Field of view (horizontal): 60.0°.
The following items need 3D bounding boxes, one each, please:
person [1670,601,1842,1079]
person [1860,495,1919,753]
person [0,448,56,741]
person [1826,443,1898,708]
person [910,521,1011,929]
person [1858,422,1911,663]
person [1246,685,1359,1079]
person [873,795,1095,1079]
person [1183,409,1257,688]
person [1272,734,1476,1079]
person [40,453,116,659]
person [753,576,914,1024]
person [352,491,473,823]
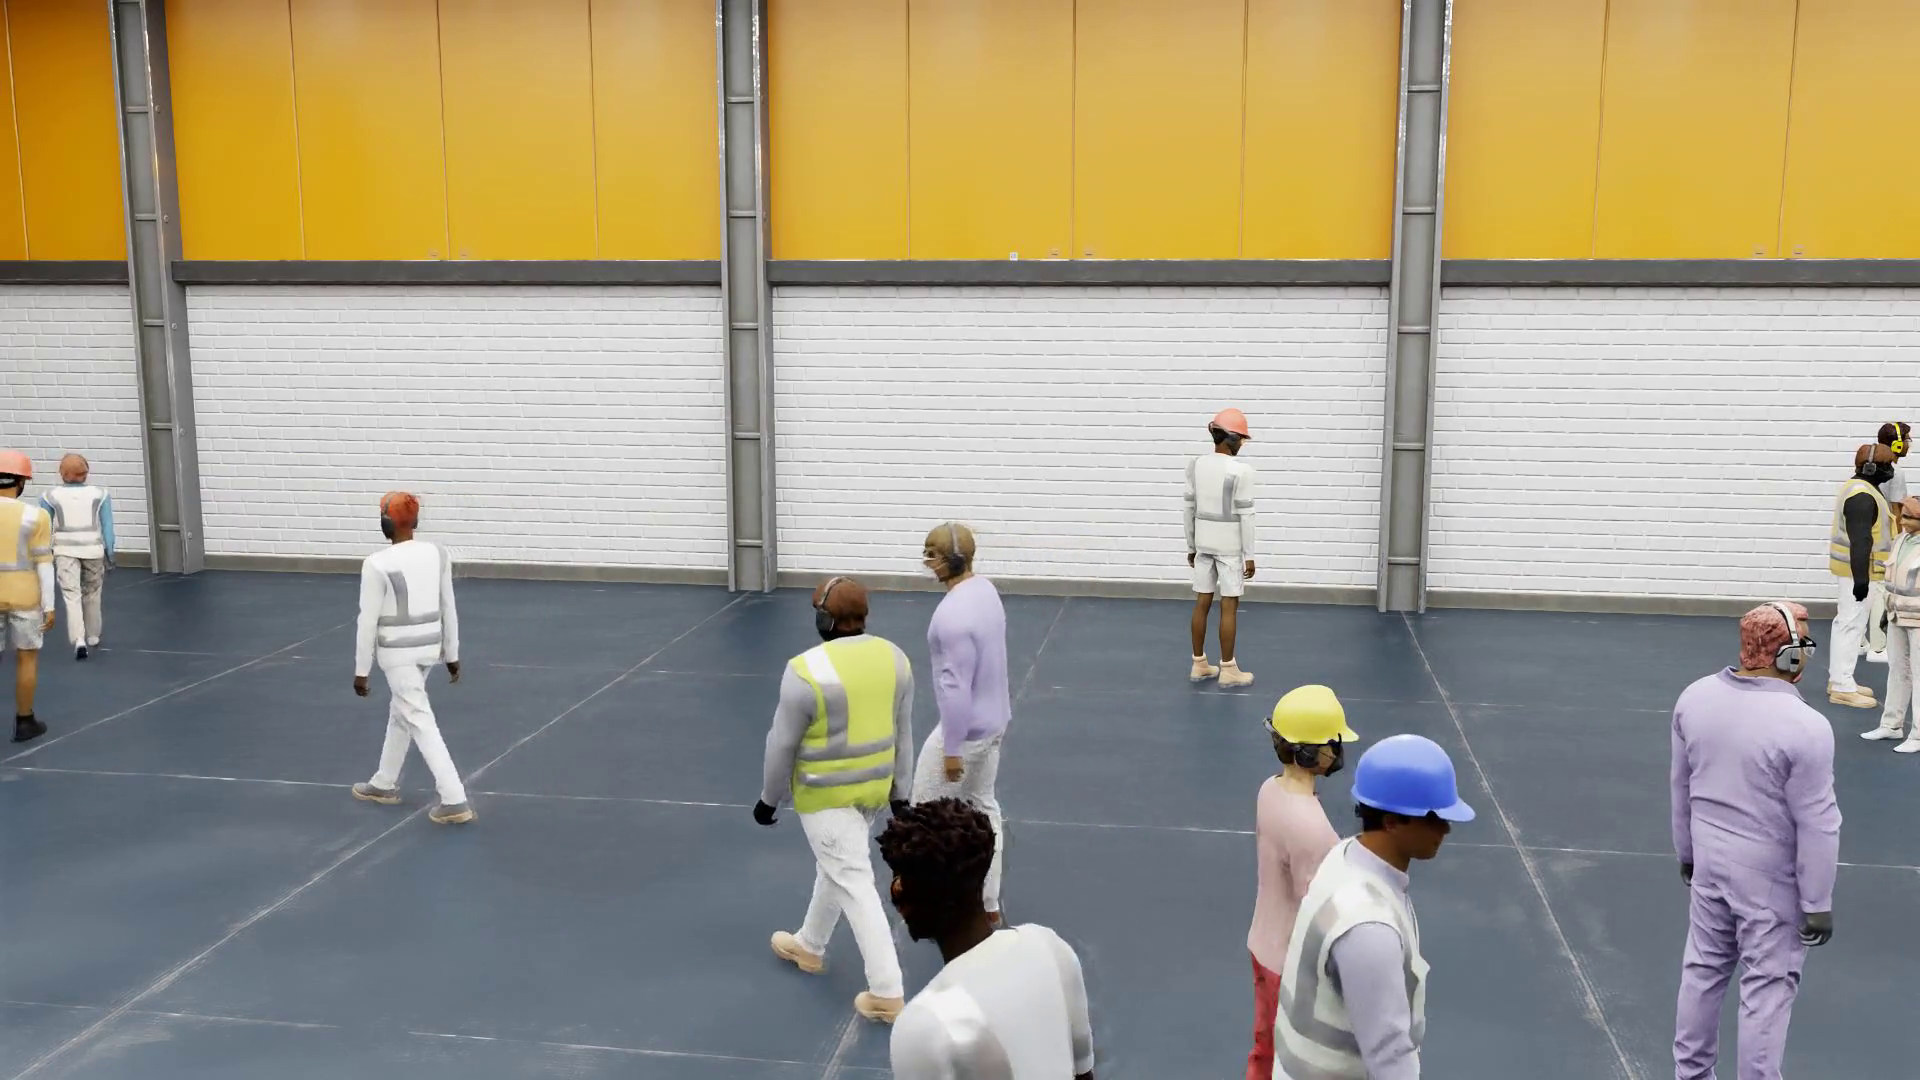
[{"bbox_3d":[2.784,1.152,5.803,0.409,1.907,0.651,-4,10,-21],"label":"person"},{"bbox_3d":[6.011,0.523,10.508,0.311,1.640,0.512,-1,9,-5],"label":"person"},{"bbox_3d":[-6.057,0.383,10.533,0.580,1.910,0.649,-1,9,-9],"label":"person"},{"bbox_3d":[6.324,0.235,11.659,0.429,1.841,0.634,5,10,26],"label":"person"},{"bbox_3d":[-0.022,0.856,7.590,0.508,1.924,0.676,3,10,20],"label":"person"},{"bbox_3d":[7.186,0.014,12.932,0.328,1.873,0.521,0,9,-2],"label":"person"},{"bbox_3d":[1.065,1.319,5.211,0.309,1.769,0.525,-1,9,-6],"label":"person"},{"bbox_3d":[0.164,1.501,3.681,0.940,1.911,0.653,5,10,27],"label":"person"},{"bbox_3d":[1.930,0.055,12.190,0.401,2.029,0.615,-8,12,-42],"label":"person"},{"bbox_3d":[1.044,1.414,4.251,1.008,1.884,0.654,3,10,16],"label":"person"},{"bbox_3d":[-6.961,0.112,13.139,0.522,1.604,0.816,-5,11,-29],"label":"person"},{"bbox_3d":[-0.510,1.040,6.876,0.950,1.800,0.620,8,12,41],"label":"person"},{"bbox_3d":[-3.060,0.641,9.203,0.970,1.835,0.591,5,10,27],"label":"person"}]
